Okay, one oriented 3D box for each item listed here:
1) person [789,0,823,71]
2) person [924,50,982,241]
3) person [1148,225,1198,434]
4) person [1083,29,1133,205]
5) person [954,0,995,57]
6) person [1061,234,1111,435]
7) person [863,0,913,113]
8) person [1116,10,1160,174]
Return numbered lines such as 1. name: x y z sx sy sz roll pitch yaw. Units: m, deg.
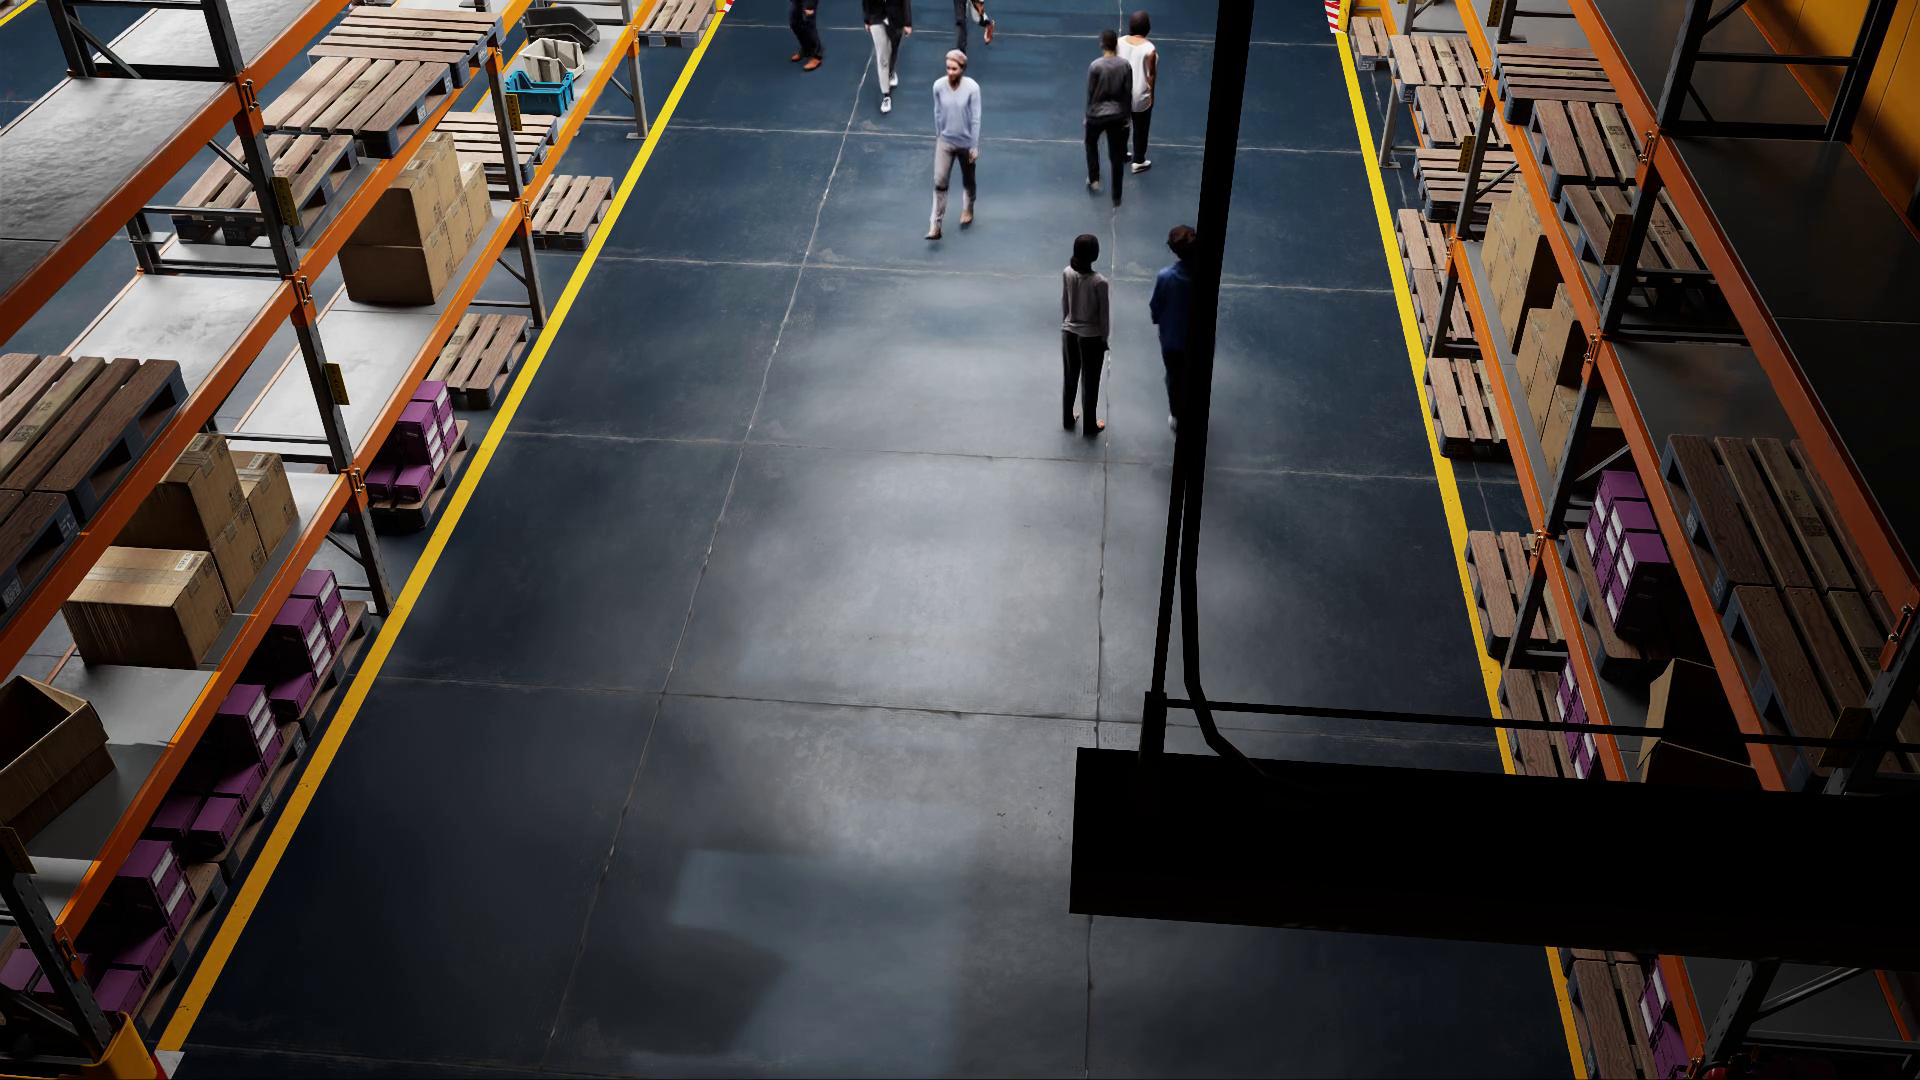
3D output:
1. person: -1.785 -6.359 19.379 0.888 1.759 0.825 -17 42 -20
2. person: 0.012 -3.893 16.218 0.790 1.849 1.205 9 40 11
3. person: 1.811 -1.677 13.492 0.779 1.788 0.862 -2 39 -2
4. person: 1.471 -4.212 16.707 0.733 1.737 0.825 -3 39 -3
5. person: 0.156 -6.549 19.529 0.887 1.868 1.098 15 41 18
6. person: 0.995 -1.658 13.480 0.668 1.773 0.684 24 44 27
7. person: -0.815 -5.895 18.690 0.804 1.894 1.318 -1 39 -2
8. person: 1.832 -4.691 17.349 0.762 1.684 0.806 32 48 33
